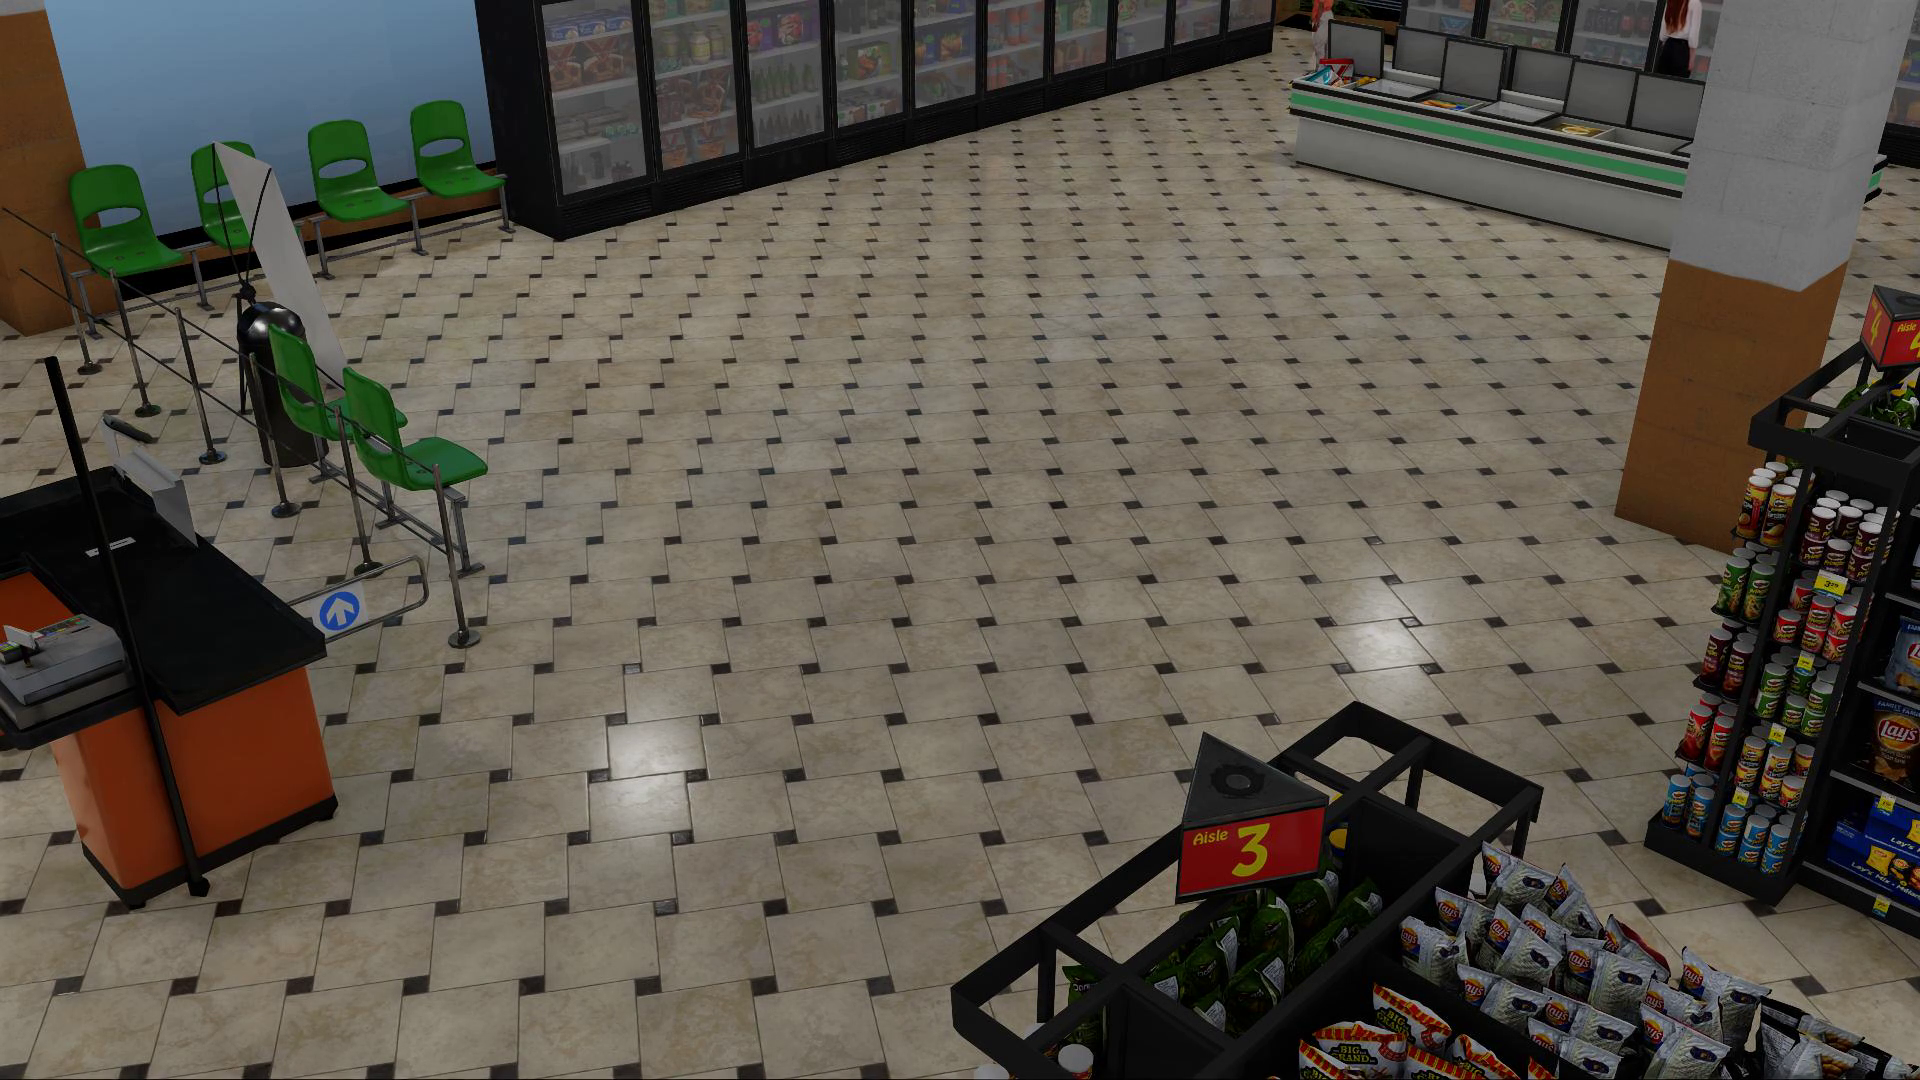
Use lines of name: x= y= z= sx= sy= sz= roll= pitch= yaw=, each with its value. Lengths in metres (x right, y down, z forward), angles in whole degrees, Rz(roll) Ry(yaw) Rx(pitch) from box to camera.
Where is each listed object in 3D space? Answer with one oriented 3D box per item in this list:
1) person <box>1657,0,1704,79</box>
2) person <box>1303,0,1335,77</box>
person: x=6.968 y=-4.686 z=16.189 sx=0.719 sy=1.760 sz=0.565 roll=-12 pitch=31 yaw=-21
person: x=4.148 y=-5.943 z=18.960 sx=0.498 sy=1.311 sz=0.516 roll=20 pitch=34 yaw=32
